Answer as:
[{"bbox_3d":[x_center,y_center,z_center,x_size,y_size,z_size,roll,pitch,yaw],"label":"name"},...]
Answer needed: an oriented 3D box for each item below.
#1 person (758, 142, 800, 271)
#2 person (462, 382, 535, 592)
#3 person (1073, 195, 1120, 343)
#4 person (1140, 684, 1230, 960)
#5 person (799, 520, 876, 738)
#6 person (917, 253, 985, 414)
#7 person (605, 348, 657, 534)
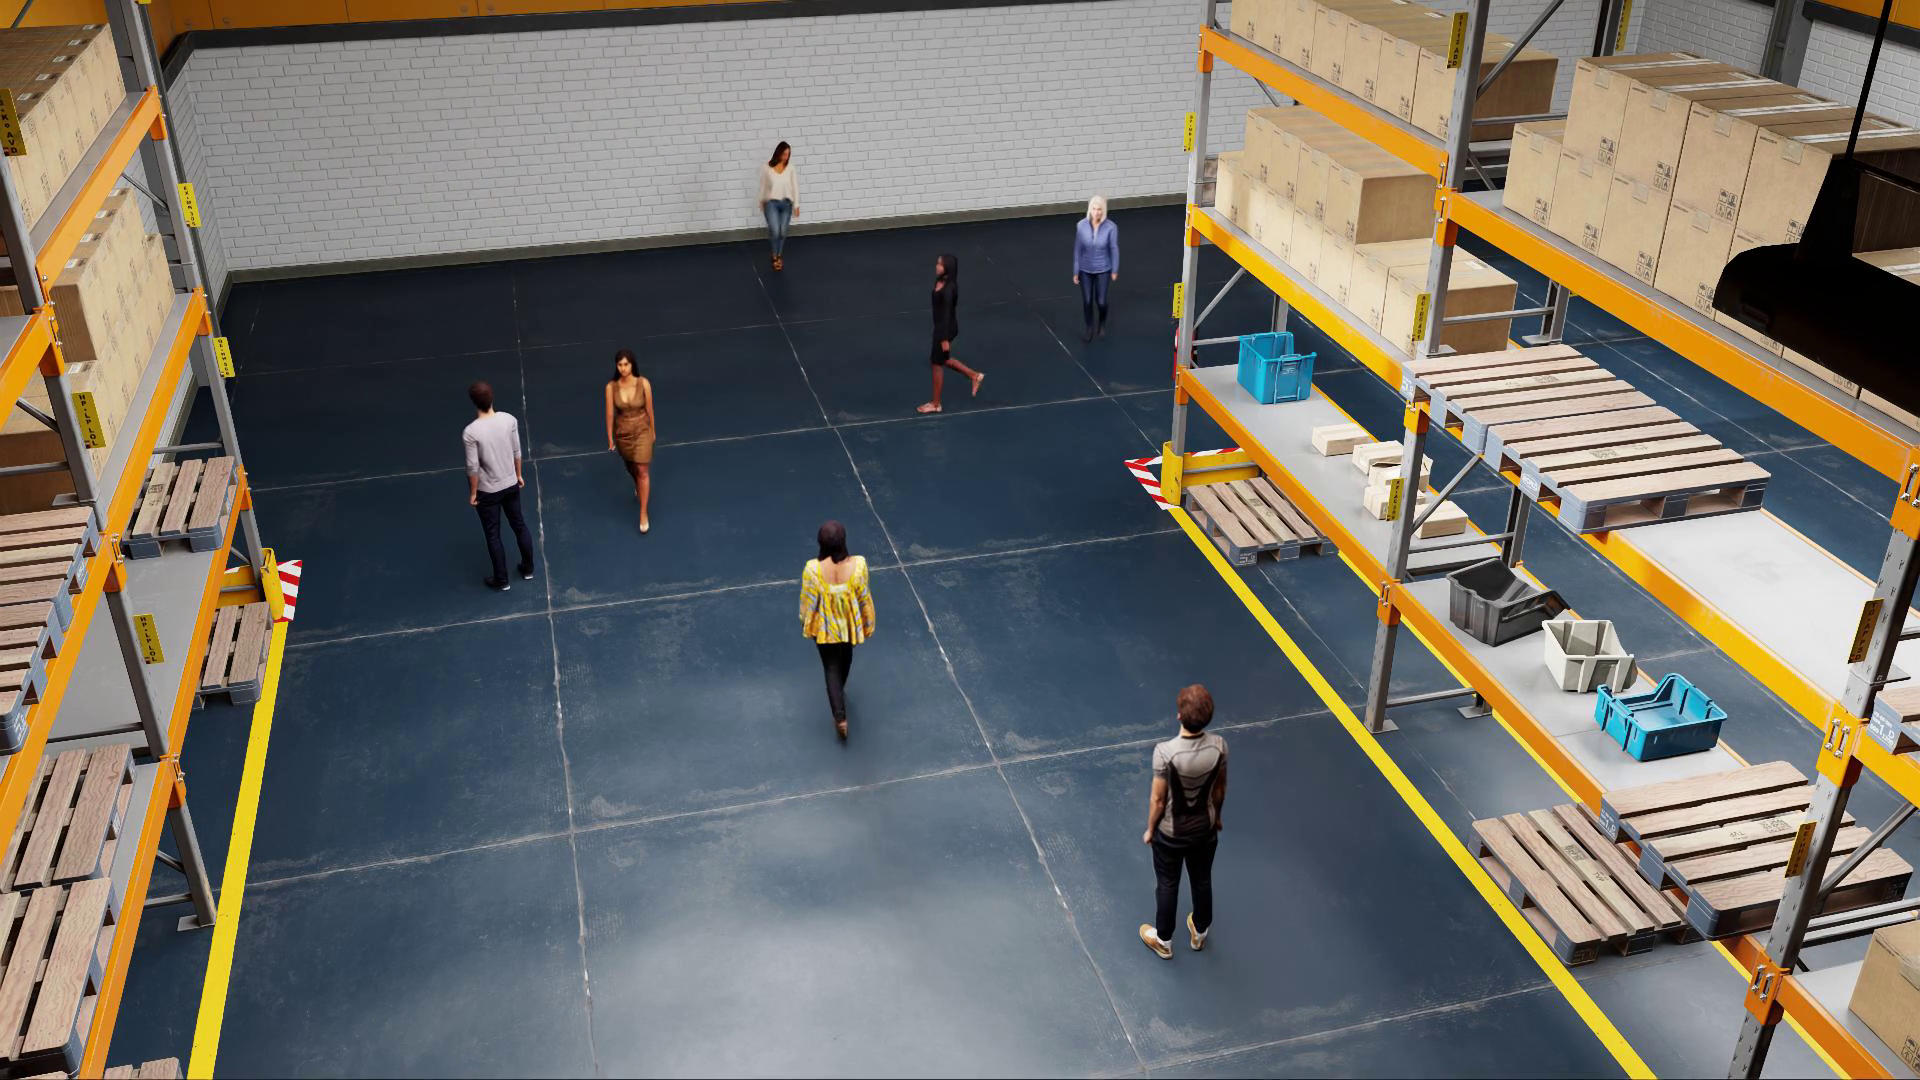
[{"bbox_3d":[-2.317,-4.213,20.914,0.630,1.647,0.658,-3,29,-5],"label":"person"},{"bbox_3d":[-3.846,-0.459,13.827,0.728,1.842,0.737,25,37,38],"label":"person"},{"bbox_3d":[1.526,-3.099,18.792,0.767,1.722,0.790,8,30,14],"label":"person"},{"bbox_3d":[1.340,1.675,9.859,0.628,1.896,0.545,-7,29,-13],"label":"person"},{"bbox_3d":[-0.885,0.664,12.003,0.683,1.617,0.993,-7,29,-12],"label":"person"},{"bbox_3d":[-0.085,-2.103,16.989,0.690,1.700,0.897,-6,29,-11],"label":"person"},{"bbox_3d":[-2.933,-0.962,14.949,0.678,1.652,1.108,-2,29,-4],"label":"person"}]
